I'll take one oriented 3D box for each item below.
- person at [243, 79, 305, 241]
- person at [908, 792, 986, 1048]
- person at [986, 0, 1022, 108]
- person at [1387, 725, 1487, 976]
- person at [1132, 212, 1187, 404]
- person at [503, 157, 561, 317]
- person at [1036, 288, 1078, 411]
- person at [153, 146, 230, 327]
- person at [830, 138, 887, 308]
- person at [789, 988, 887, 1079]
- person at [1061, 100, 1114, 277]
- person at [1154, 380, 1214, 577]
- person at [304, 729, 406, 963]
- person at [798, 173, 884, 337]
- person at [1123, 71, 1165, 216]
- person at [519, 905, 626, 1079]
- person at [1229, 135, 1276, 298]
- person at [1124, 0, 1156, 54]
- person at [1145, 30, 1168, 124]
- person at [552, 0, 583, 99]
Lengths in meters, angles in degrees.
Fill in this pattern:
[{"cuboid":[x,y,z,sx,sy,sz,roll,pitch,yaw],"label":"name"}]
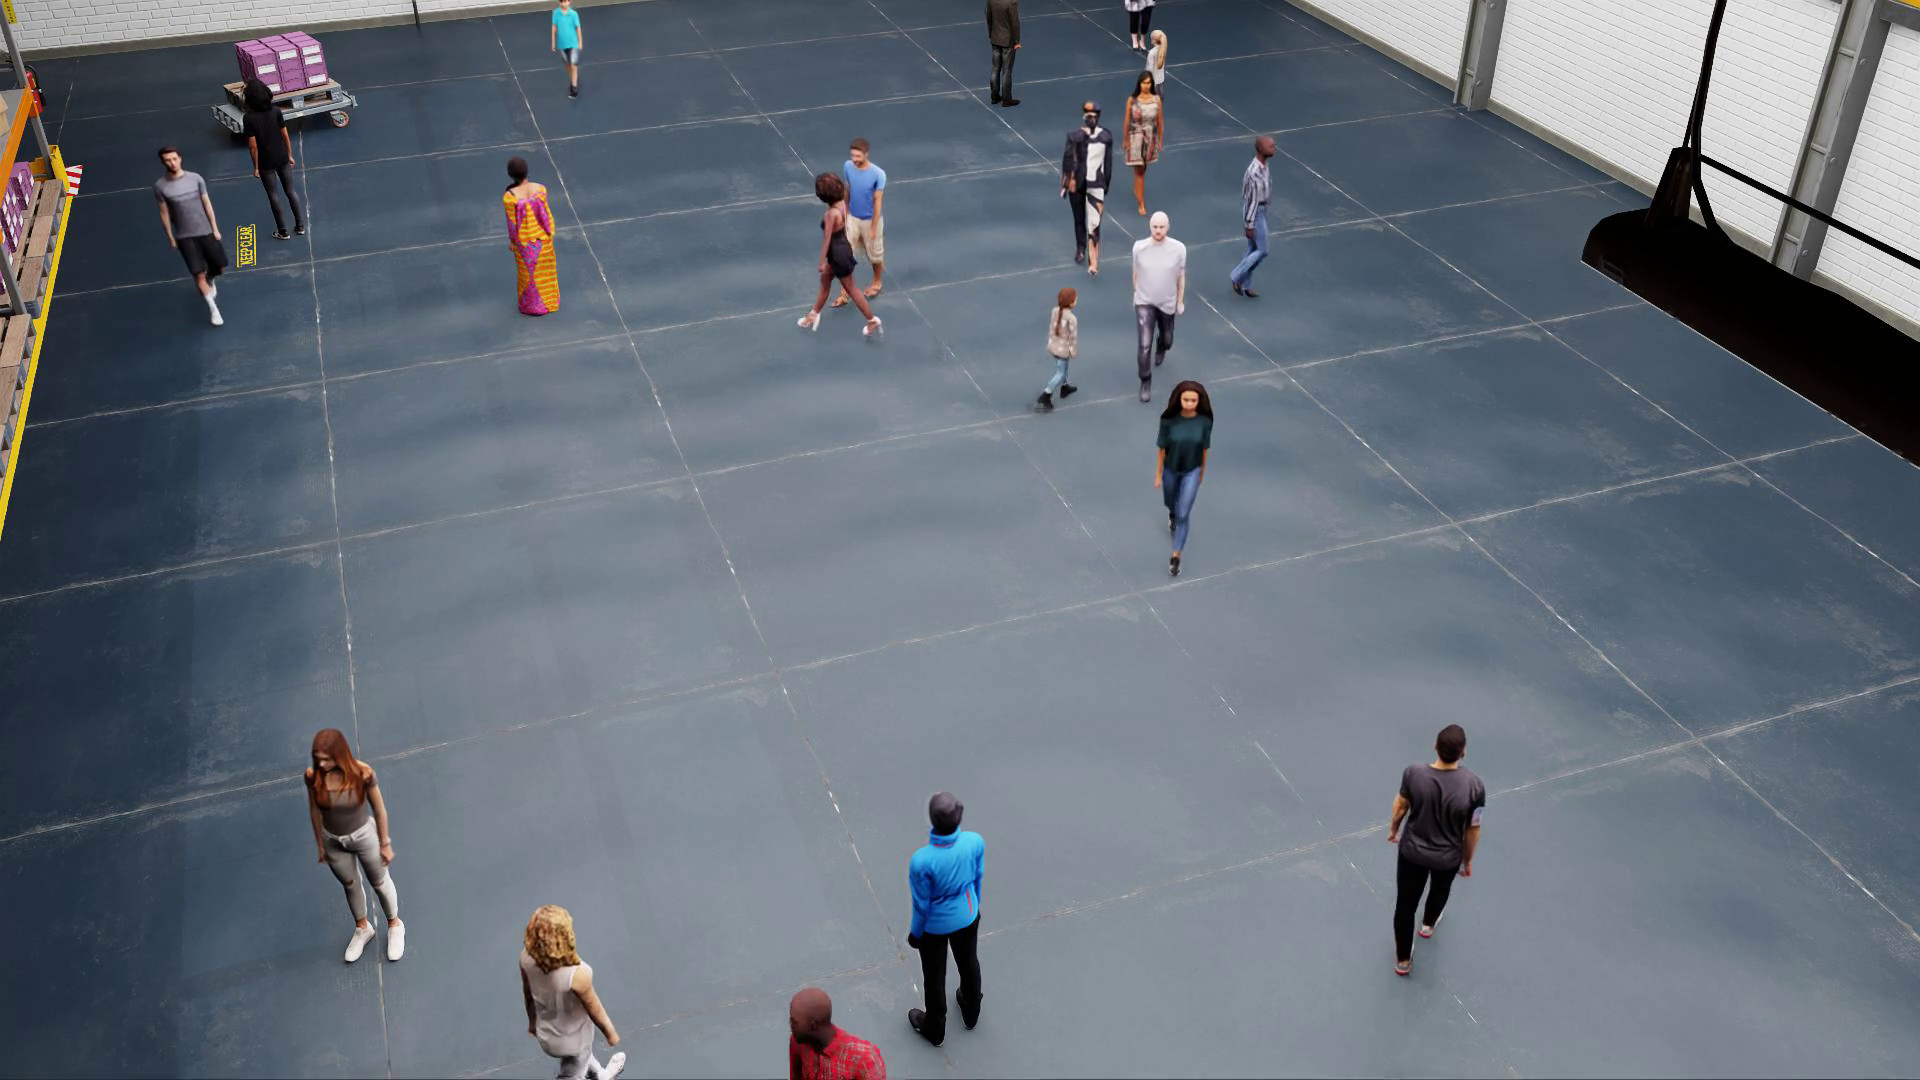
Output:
[{"cuboid":[-7.771,-4.311,18.792,0.708,1.838,0.676,-28,43,-36],"label":"person"},{"cuboid":[-0.064,2.096,9.191,0.650,1.794,0.612,-19,38,-26],"label":"person"},{"cuboid":[0.586,-6.817,22.591,0.672,1.805,0.810,25,41,33],"label":"person"},{"cuboid":[2.703,1.848,9.605,0.920,1.749,0.995,11,35,16],"label":"person"},{"cuboid":[1.874,-2.266,15.750,1.003,1.798,1.242,4,34,6],"label":"person"},{"cuboid":[-4.466,-3.175,17.214,0.745,1.691,0.775,-27,42,-34],"label":"person"},{"cuboid":[0.918,-1.796,15.604,0.705,1.177,0.792,-23,40,-30],"label":"person"},{"cuboid":[-7.859,-3.166,17.058,0.769,1.849,1.021,-17,37,-24],"label":"person"},{"cuboid":[-0.953,-3.382,17.405,1.102,1.824,1.172,15,36,21],"label":"person"},{"cuboid":[-0.505,2.863,8.042,0.842,1.789,0.928,8,34,11],"label":"person"},{"cuboid":[1.374,-3.883,18.131,0.998,1.855,1.193,5,34,7],"label":"person"},{"cuboid":[1.777,-0.589,13.418,0.926,1.587,1.167,5,34,7],"label":"person"},{"cuboid":[-3.553,1.761,9.763,0.656,1.719,0.634,1,34,1],"label":"person"},{"cuboid":[-1.120,-2.767,16.568,1.011,1.728,1.132,7,34,10],"label":"person"},{"cuboid":[2.155,-4.738,19.651,0.799,1.597,1.169,-3,34,-4],"label":"person"},{"cuboid":[-2.095,2.583,8.586,0.961,1.652,0.987,19,38,26],"label":"person"},{"cuboid":[3.003,-3.368,17.424,0.848,1.780,0.765,9,35,14],"label":"person"},{"cuboid":[2.645,-8.087,24.675,0.706,1.613,0.744,-4,34,-5],"label":"person"},{"cuboid":[2.585,-6.117,22.014,0.635,1.278,0.594,25,41,33],"label":"person"},{"cuboid":[-5.429,-6.920,23.095,0.838,1.418,1.040,5,34,7],"label":"person"}]
